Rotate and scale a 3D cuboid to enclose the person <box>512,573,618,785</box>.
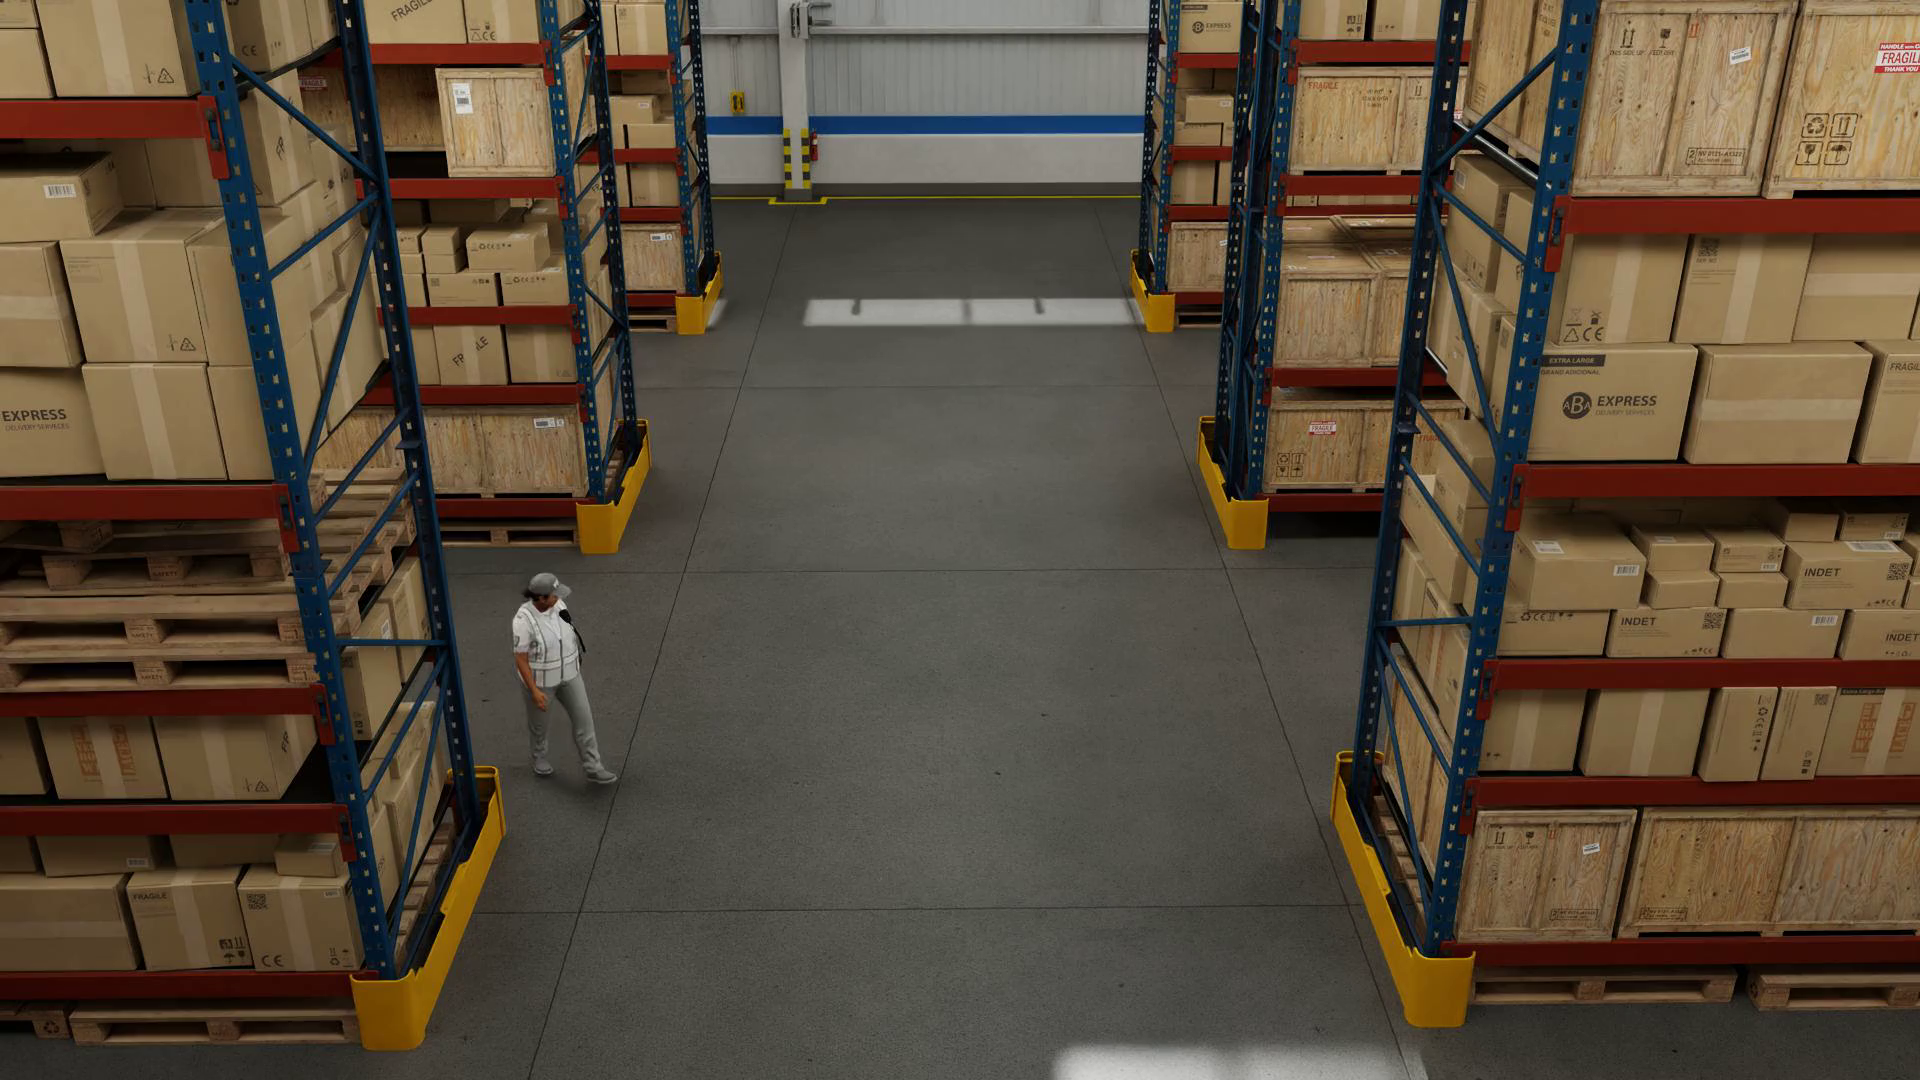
[{"bbox_3d":[-2.882,1.007,11.823,0.507,1.637,0.838,-22,33,-38],"label":"person"}]
